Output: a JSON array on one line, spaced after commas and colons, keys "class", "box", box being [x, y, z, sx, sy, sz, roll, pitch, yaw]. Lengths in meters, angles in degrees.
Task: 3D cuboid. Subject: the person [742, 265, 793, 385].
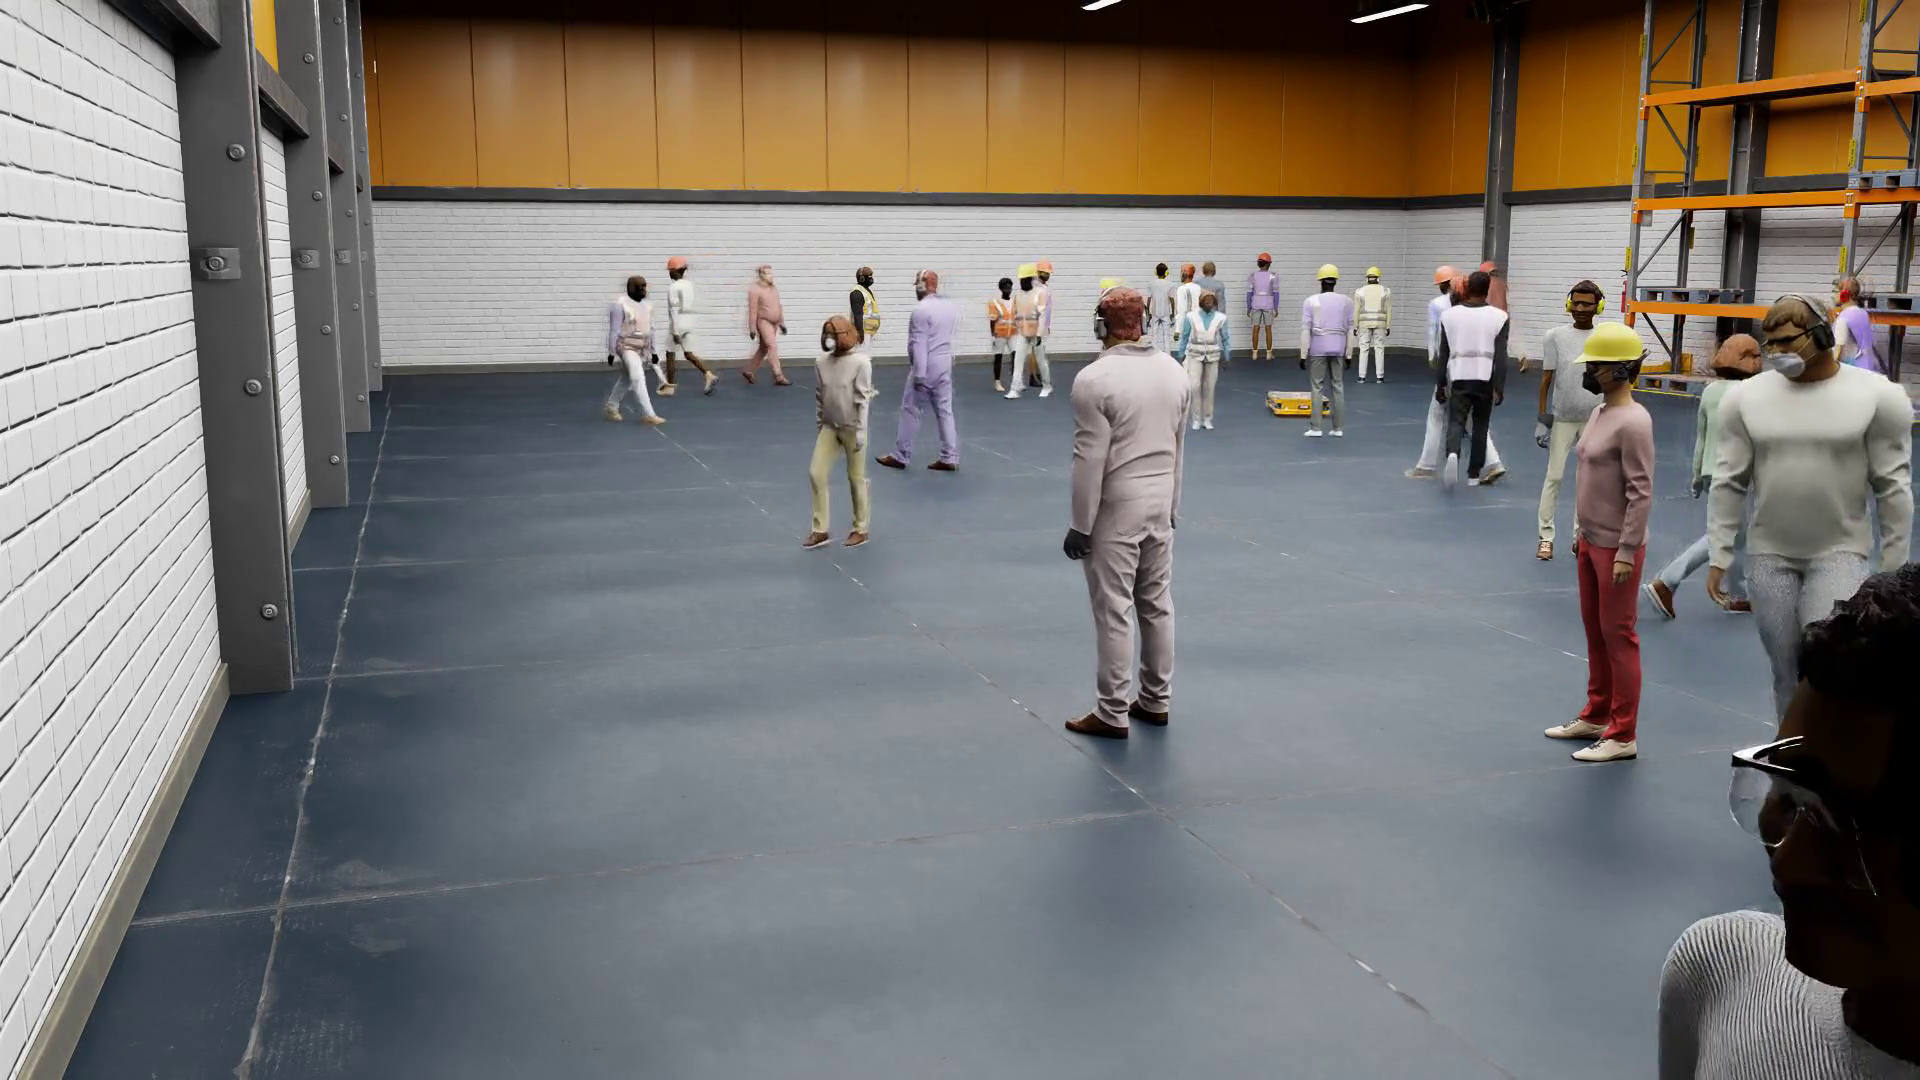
[{"class": "person", "box": [-3.034, -3.339, 25.827, 0.972, 1.871, 0.639, 4, 11, 24]}]

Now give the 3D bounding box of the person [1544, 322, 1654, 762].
[{"class": "person", "box": [2.596, 0.010, 6.720, 0.319, 1.767, 0.534, 0, 10, 2]}]

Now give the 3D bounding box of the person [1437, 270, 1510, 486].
[{"class": "person", "box": [4.428, -1.384, 14.419, 0.598, 1.893, 0.768, 5, 11, 26]}]

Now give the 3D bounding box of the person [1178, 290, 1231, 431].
[{"class": "person", "box": [2.815, -2.060, 19.131, 0.614, 1.611, 0.625, 1, 10, 4]}]

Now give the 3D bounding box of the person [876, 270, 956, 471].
[{"class": "person", "box": [-0.391, -1.592, 15.671, 0.873, 1.872, 0.683, 6, 11, 31]}]

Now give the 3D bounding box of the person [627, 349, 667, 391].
[{"class": "person", "box": [-4.681, -2.977, 24.493, 0.838, 1.603, 0.532, 5, 11, 27]}]

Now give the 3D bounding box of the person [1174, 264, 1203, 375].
[{"class": "person", "box": [3.318, -3.087, 24.311, 0.351, 1.882, 0.582, 8, 12, 38]}]

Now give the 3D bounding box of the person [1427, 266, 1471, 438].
[{"class": "person", "box": [5.451, -2.079, 18.450, 0.568, 1.898, 0.502, -2, 10, -9]}]

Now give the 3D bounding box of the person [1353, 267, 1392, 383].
[{"class": "person", "box": [6.471, -3.369, 26.122, 0.588, 1.822, 0.403, 2, 10, 12]}]

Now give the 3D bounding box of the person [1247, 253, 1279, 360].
[{"class": "person", "box": [5.772, -4.445, 31.719, 0.609, 2.040, 0.395, 3, 10, 17]}]

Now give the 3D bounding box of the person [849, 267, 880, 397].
[{"class": "person", "box": [-1.348, -2.965, 23.729, 0.429, 1.844, 0.627, 2, 10, 11]}]

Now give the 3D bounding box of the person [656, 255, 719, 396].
[{"class": "person", "box": [-3.914, -3.035, 23.646, 0.925, 2.018, 0.616, 5, 11, 25]}]

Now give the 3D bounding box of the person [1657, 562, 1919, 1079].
[{"class": "person", "box": [0.696, 0.912, 1.248, 0.701, 1.856, 0.524, -3, 10, -16]}]

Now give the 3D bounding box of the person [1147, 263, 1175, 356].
[{"class": "person", "box": [3.494, -3.888, 28.985, 0.514, 1.872, 0.332, 3, 10, 16]}]

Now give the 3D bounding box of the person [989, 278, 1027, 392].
[{"class": "person", "box": [0.700, -2.970, 24.232, 0.557, 1.660, 0.780, -4, 11, -24]}]

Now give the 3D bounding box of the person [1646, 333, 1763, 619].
[{"class": "person", "box": [4.230, -0.353, 9.279, 0.756, 1.602, 0.497, -1, 10, -4]}]

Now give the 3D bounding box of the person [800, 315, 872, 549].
[{"class": "person", "box": [-0.853, -0.725, 11.428, 0.503, 1.613, 0.620, 6, 11, 30]}]

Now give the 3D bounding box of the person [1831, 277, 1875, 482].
[{"class": "person", "box": [7.877, -1.448, 14.993, 0.835, 1.811, 0.592, 8, 13, 40]}]

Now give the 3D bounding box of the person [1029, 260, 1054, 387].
[{"class": "person", "box": [1.260, -3.308, 25.437, 0.368, 1.933, 0.552, 4, 11, 24]}]

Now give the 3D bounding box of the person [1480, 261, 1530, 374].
[{"class": "person", "box": [9.154, -3.761, 28.138, 0.643, 1.928, 1.070, -8, 12, -37]}]

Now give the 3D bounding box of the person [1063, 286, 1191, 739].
[{"class": "person", "box": [0.677, -0.114, 7.043, 0.643, 1.905, 0.399, -9, 13, -41]}]

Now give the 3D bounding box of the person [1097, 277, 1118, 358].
[{"class": "person", "box": [2.106, -2.661, 22.332, 0.854, 1.724, 0.526, 1, 10, 4]}]

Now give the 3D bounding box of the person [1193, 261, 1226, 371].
[{"class": "person", "box": [4.196, -3.792, 28.323, 0.634, 1.910, 0.952, 8, 13, 39]}]

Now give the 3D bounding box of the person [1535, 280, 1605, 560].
[{"class": "person", "box": [4.100, -0.786, 11.045, 0.528, 1.864, 0.315, 1, 10, 5]}]

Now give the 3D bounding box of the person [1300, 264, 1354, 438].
[{"class": "person", "box": [4.063, -2.094, 18.470, 0.600, 1.916, 0.408, -2, 10, -9]}]

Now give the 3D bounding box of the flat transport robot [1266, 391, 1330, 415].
[{"class": "flat transport robot", "box": [4.308, -1.754, 21.251, 0.652, 0.197, 1.431, 1, 10, 5]}]

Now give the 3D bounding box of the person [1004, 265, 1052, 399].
[{"class": "person", "box": [0.995, -2.921, 23.382, 0.606, 1.885, 0.979, 7, 12, 35]}]

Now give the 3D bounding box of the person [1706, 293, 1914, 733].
[{"class": "person", "box": [3.000, 0.081, 5.932, 0.655, 1.900, 0.444, 9, 13, 42]}]

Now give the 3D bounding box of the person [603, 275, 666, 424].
[{"class": "person", "box": [-3.978, -2.292, 20.030, 1.020, 1.787, 0.638, 5, 11, 28]}]

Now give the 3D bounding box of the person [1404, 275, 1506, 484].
[{"class": "person", "box": [4.446, -1.420, 14.762, 0.585, 1.852, 0.932, -6, 12, -32]}]
